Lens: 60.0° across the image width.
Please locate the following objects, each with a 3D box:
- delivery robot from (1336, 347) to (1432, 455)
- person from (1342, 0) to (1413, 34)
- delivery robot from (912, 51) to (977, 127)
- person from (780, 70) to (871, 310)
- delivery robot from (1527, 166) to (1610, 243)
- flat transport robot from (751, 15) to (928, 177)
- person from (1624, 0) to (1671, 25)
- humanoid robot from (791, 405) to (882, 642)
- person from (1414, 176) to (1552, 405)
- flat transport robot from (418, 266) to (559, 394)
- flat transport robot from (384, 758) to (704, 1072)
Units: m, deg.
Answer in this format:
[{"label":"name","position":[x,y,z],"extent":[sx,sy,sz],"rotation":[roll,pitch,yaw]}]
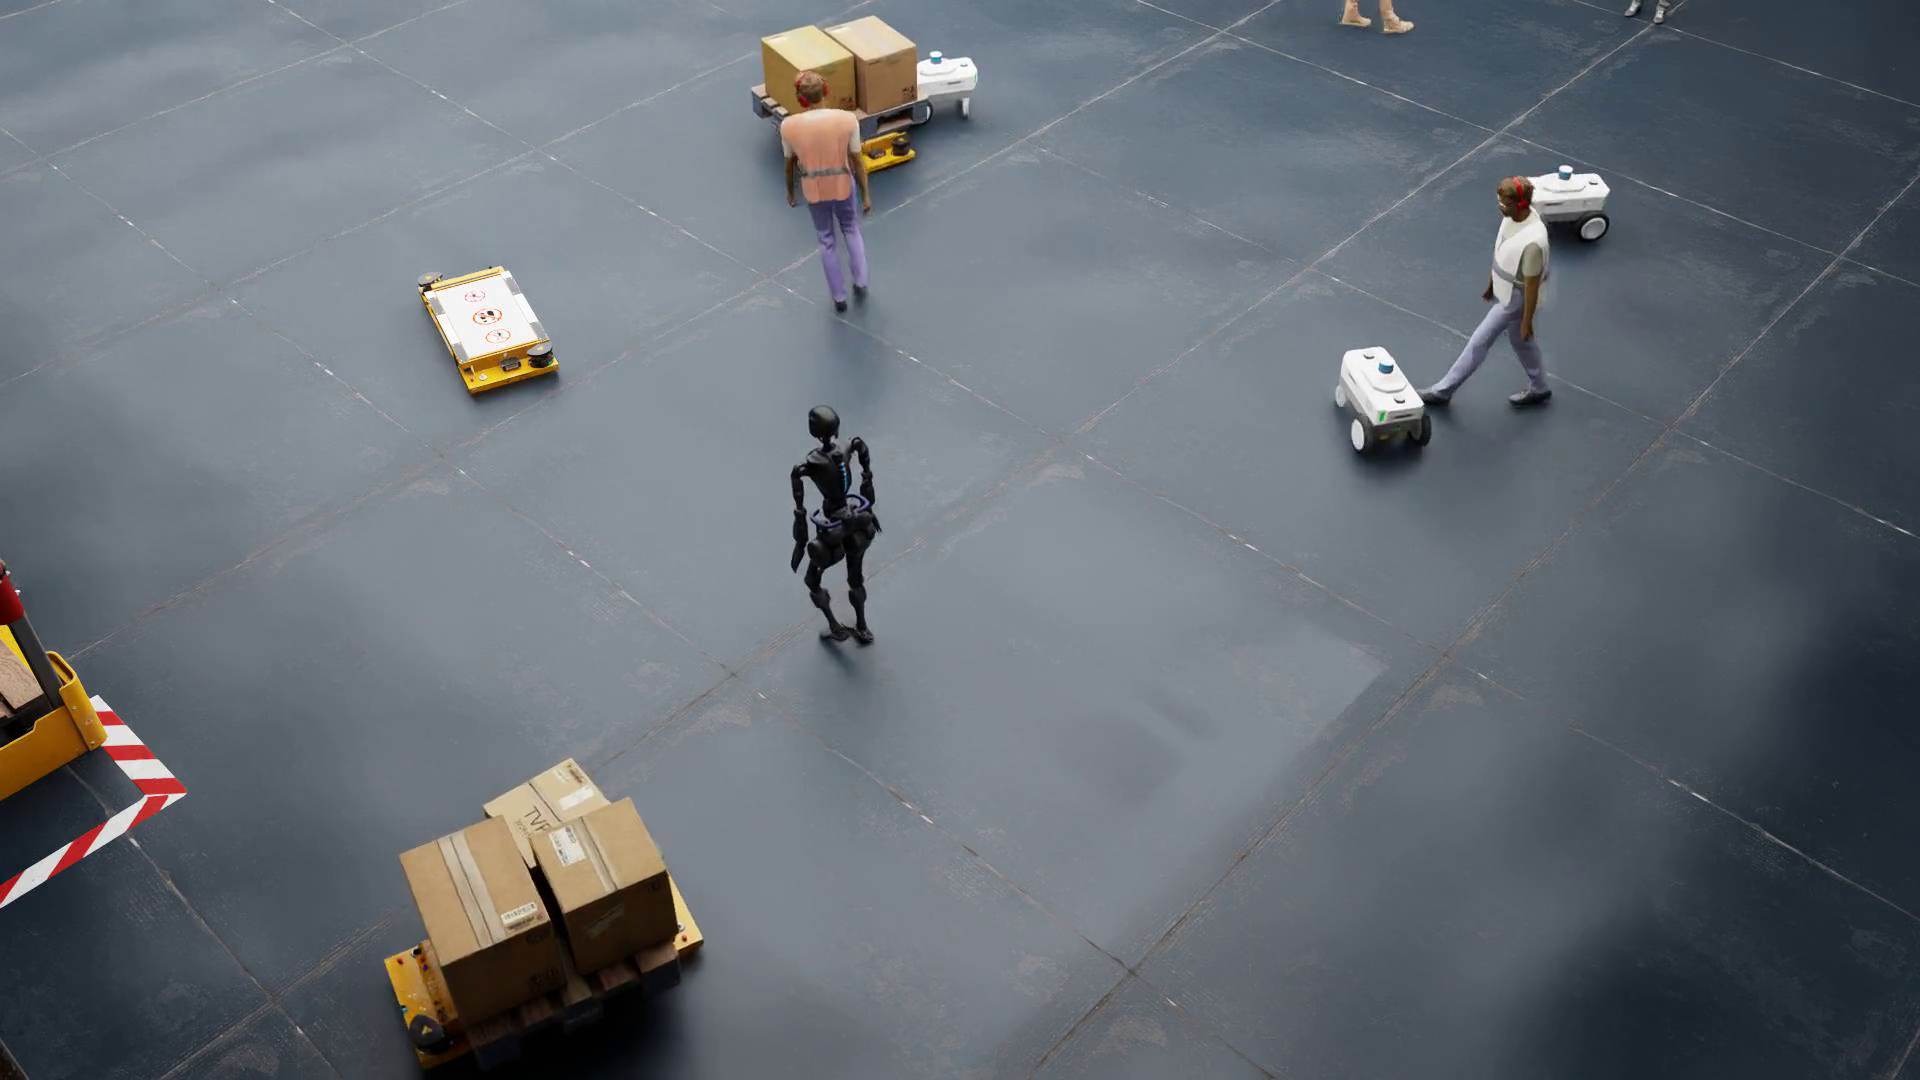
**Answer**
[{"label":"delivery robot","position":[2.886,-0.974,11.398],"extent":[0.499,0.598,0.791],"rotation":[-9,43,-10]},{"label":"person","position":[4.085,-5.650,15.719],"extent":[0.743,1.717,0.492],"rotation":[9,43,10]},{"label":"delivery robot","position":[-0.234,-4.046,14.803],"extent":[0.758,0.586,0.512],"rotation":[-11,43,-12]},{"label":"person","position":[-0.978,-2.544,12.204],"extent":[0.609,1.800,0.493],"rotation":[-5,42,-6]},{"label":"delivery robot","position":[4.808,-2.711,13.322],"extent":[0.761,0.590,0.499],"rotation":[-5,42,-5]},{"label":"flat transport robot","position":[-1.045,-3.614,14.543],"extent":[0.659,0.231,1.431],"rotation":[-24,47,-24]},{"label":"person","position":[6.798,-5.890,15.905],"extent":[0.567,1.834,0.401],"rotation":[20,46,21]},{"label":"humanoid robot","position":[-0.701,-0.060,9.531],"extent":[0.610,1.648,0.359],"rotation":[-31,50,-30]},{"label":"person","position":[3.715,-1.628,11.214],"extent":[1.003,1.767,0.642],"rotation":[5,42,5]},{"label":"flat transport robot","position":[-3.509,-1.604,12.309],"extent":[0.659,0.231,1.431],"rotation":[-19,45,-20]},{"label":"flat transport robot","position":[-2.069,2.028,8.272],"extent":[1.431,0.231,0.659],"rotation":[-21,46,-21]}]
